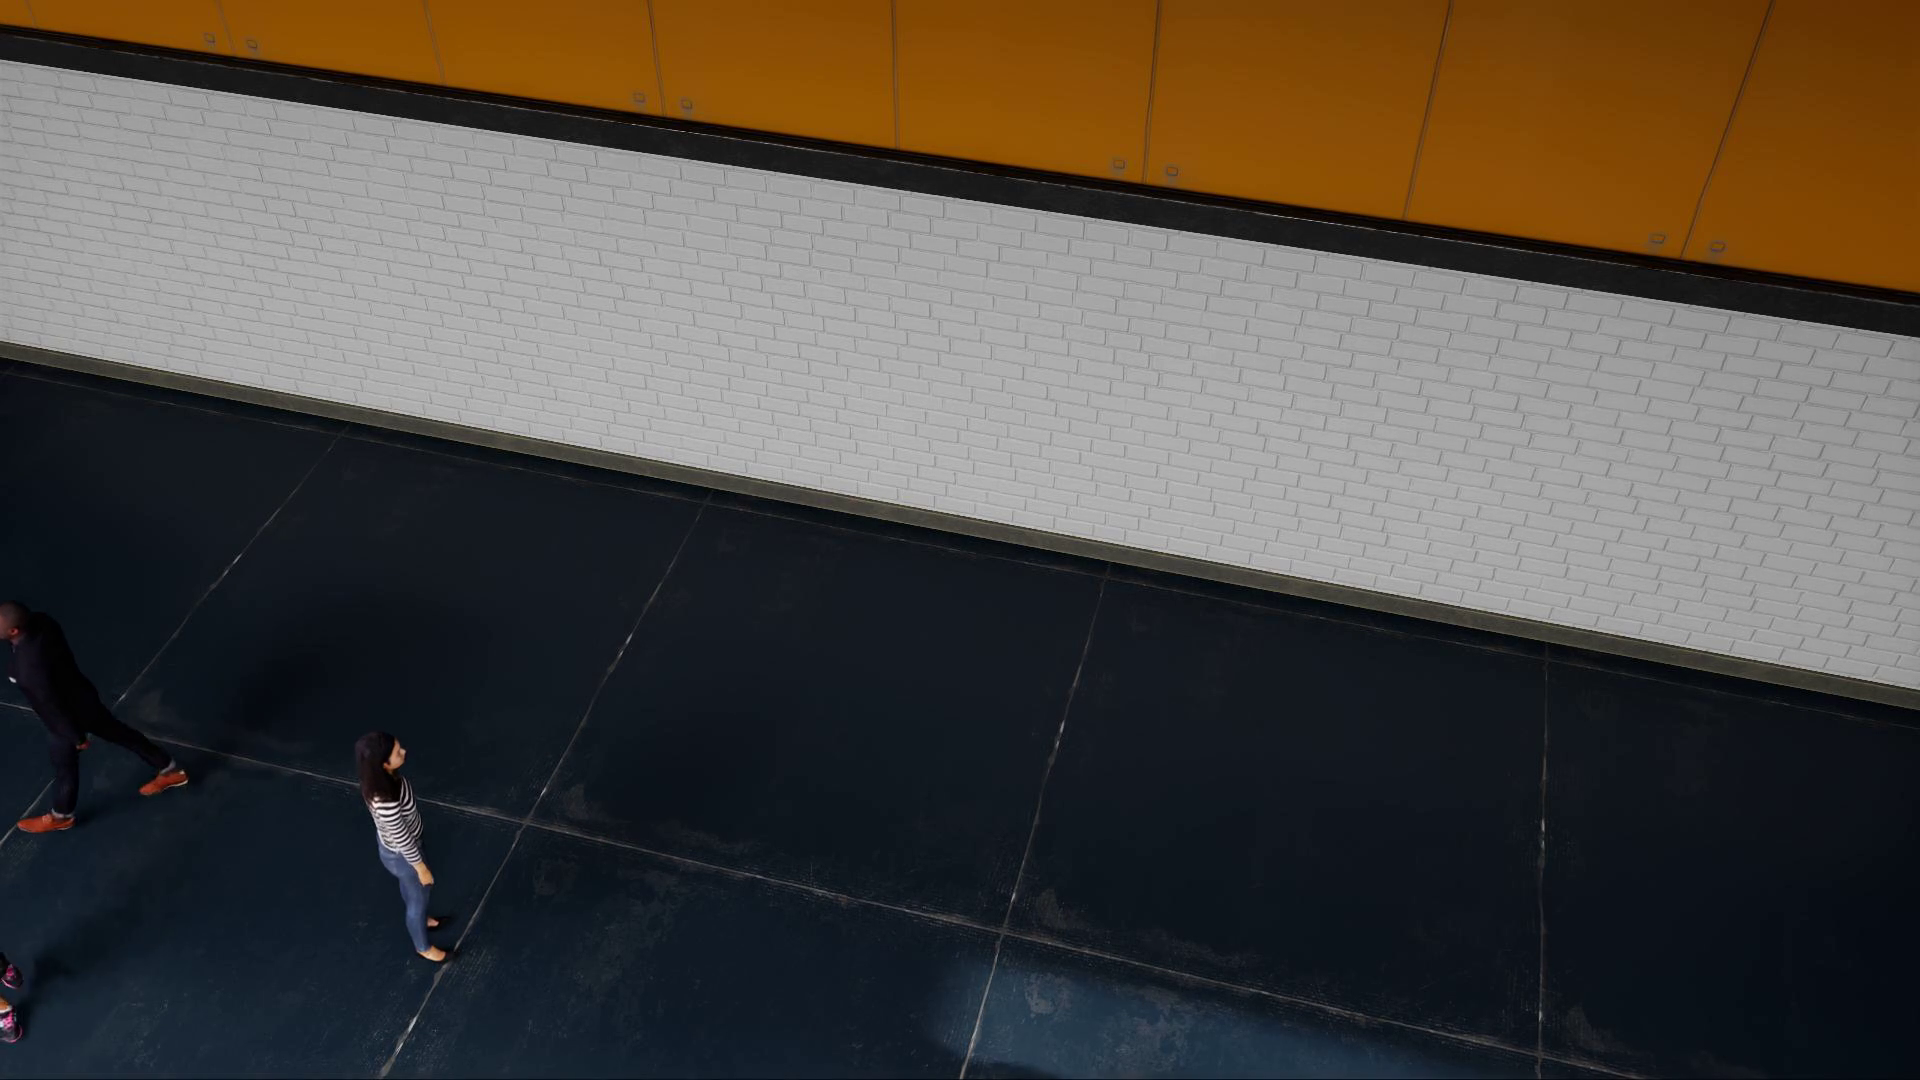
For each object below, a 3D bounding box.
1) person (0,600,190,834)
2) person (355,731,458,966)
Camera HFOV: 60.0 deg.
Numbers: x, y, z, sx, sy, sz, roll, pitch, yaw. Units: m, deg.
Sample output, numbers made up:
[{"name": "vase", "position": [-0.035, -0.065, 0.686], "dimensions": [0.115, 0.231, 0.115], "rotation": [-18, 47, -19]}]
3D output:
[{"name": "person", "position": [-5.059, 0.973, 9.645], "dimensions": [1.142, 1.775, 1.225], "rotation": [-11, 45, -12]}, {"name": "person", "position": [-2.979, 1.659, 8.915], "dimensions": [0.729, 1.790, 0.652], "rotation": [-17, 46, -17]}]
